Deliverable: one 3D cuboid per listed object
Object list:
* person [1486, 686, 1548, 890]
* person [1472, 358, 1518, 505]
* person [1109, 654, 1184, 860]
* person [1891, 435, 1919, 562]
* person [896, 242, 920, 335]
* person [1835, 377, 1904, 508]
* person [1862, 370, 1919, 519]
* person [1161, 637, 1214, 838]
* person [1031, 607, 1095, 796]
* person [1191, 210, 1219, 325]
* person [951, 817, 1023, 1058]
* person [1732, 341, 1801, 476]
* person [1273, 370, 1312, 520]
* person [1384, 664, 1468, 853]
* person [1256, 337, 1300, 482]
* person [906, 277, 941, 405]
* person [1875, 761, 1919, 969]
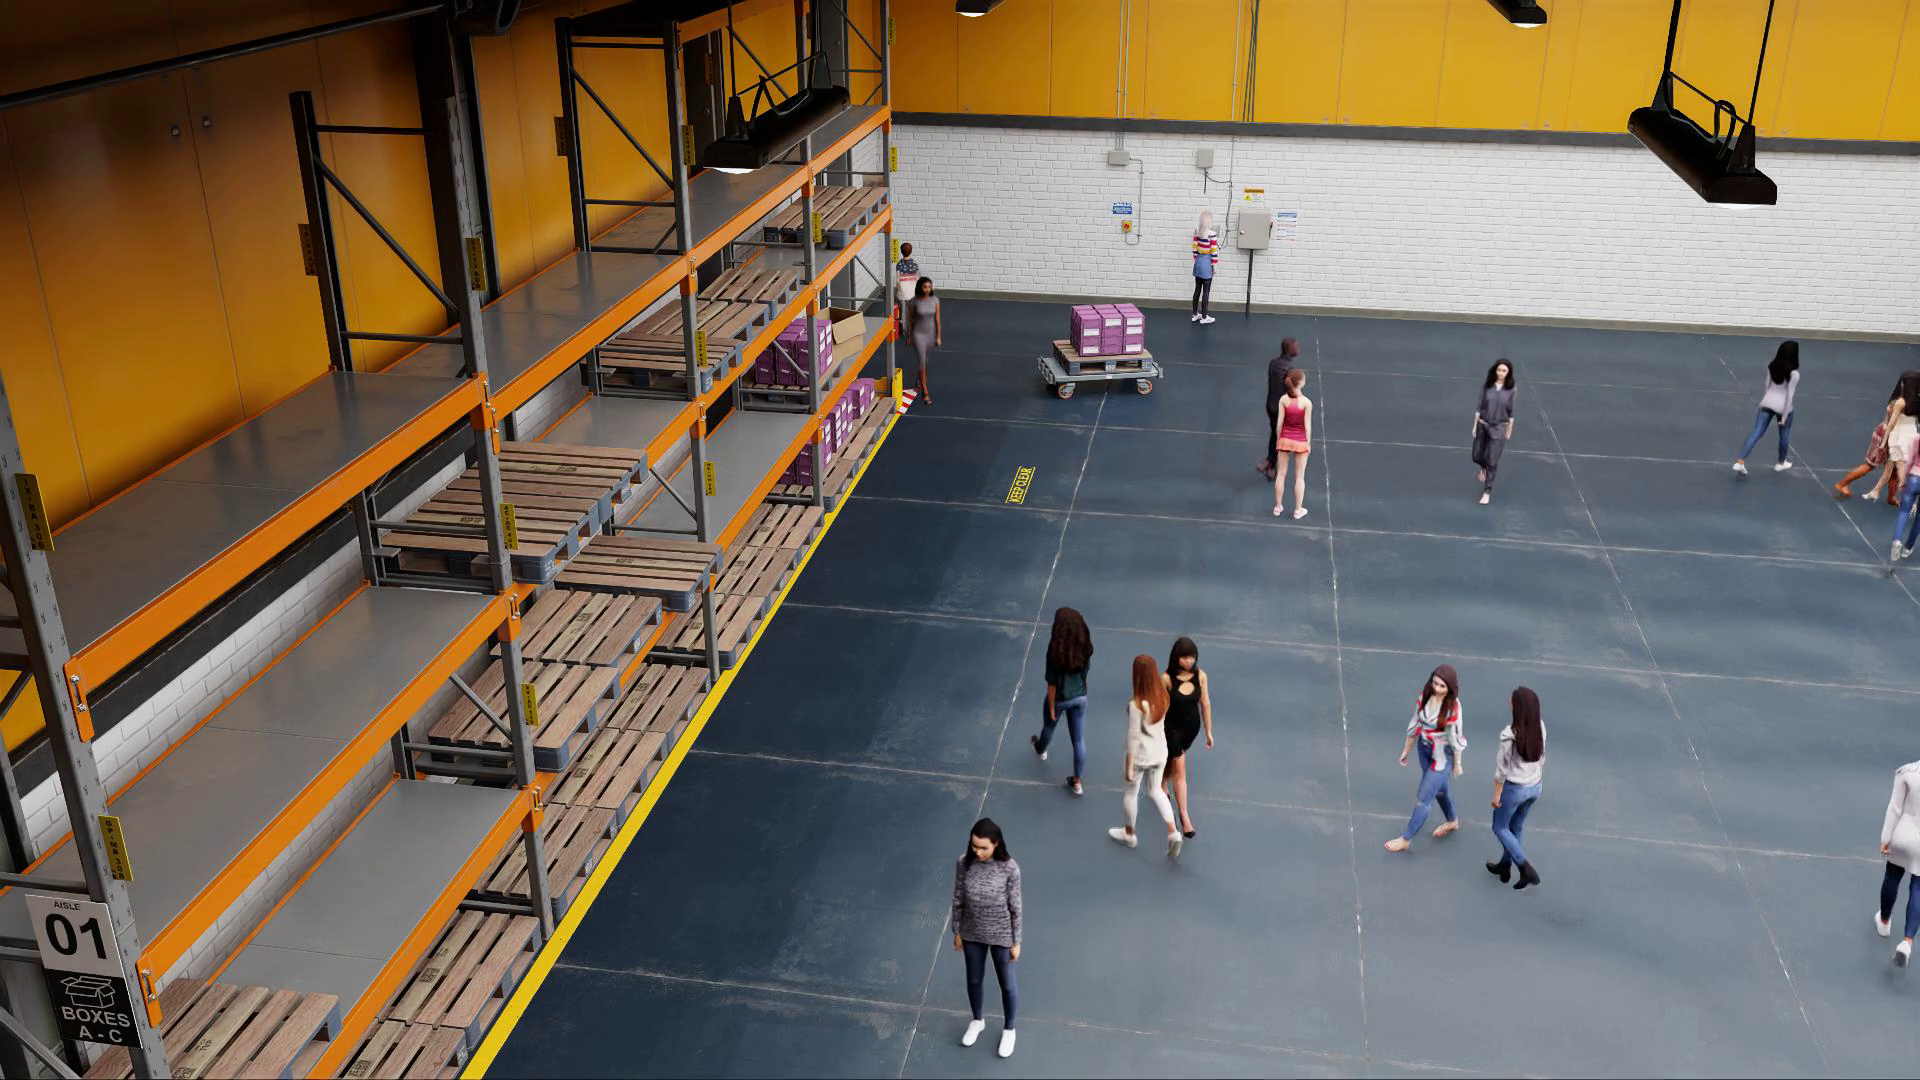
[{"bbox_3d":[4.236,1.905,12.400,0.868,1.611,0.953,-13,27,-27],"label":"person"},{"bbox_3d":[6.296,-1.329,19.634,0.766,1.743,0.953,12,26,25],"label":"person"},{"bbox_3d":[1.498,1.693,12.797,0.944,1.683,0.997,-17,29,-34],"label":"person"},{"bbox_3d":[10.311,-0.560,17.894,0.878,1.729,1.048,20,30,37],"label":"person"},{"bbox_3d":[-0.829,-3.946,26.000,0.593,1.439,0.612,-8,25,-17],"label":"person"},{"bbox_3d":[10.767,-1.180,19.457,1.011,1.613,1.059,17,29,34],"label":"person"},{"bbox_3d":[10.858,-1.047,19.056,0.915,1.690,1.141,-6,24,-13],"label":"person"},{"bbox_3d":[1.744,1.499,13.340,0.858,1.603,1.120,-6,24,-14],"label":"person"},{"bbox_3d":[0.925,1.351,13.706,0.903,1.581,1.116,-7,25,-17],"label":"person"},{"bbox_3d":[3.887,-4.372,26.518,0.761,1.805,0.706,-16,28,-32],"label":"person"},{"bbox_3d":[0.193,2.539,10.801,0.645,1.731,0.577,7,25,16],"label":"person"},{"bbox_3d":[9.838,-1.564,20.235,1.175,1.693,1.167,-13,27,-28],"label":"person"},{"bbox_3d":[3.826,-1.111,19.128,0.621,1.750,0.611,11,26,24],"label":"person"},{"bbox_3d":[3.773,1.671,12.984,1.004,1.574,1.021,-11,26,-24],"label":"person"},{"bbox_3d":[3.804,-1.547,20.025,0.958,1.829,0.882,-10,26,-22],"label":"person"},{"bbox_3d":[-0.533,-2.791,22.992,0.966,1.733,1.207,-6,24,-14],"label":"person"},{"bbox_3d":[6.705,2.160,11.639,0.803,1.755,1.108,11,26,24],"label":"person"}]
